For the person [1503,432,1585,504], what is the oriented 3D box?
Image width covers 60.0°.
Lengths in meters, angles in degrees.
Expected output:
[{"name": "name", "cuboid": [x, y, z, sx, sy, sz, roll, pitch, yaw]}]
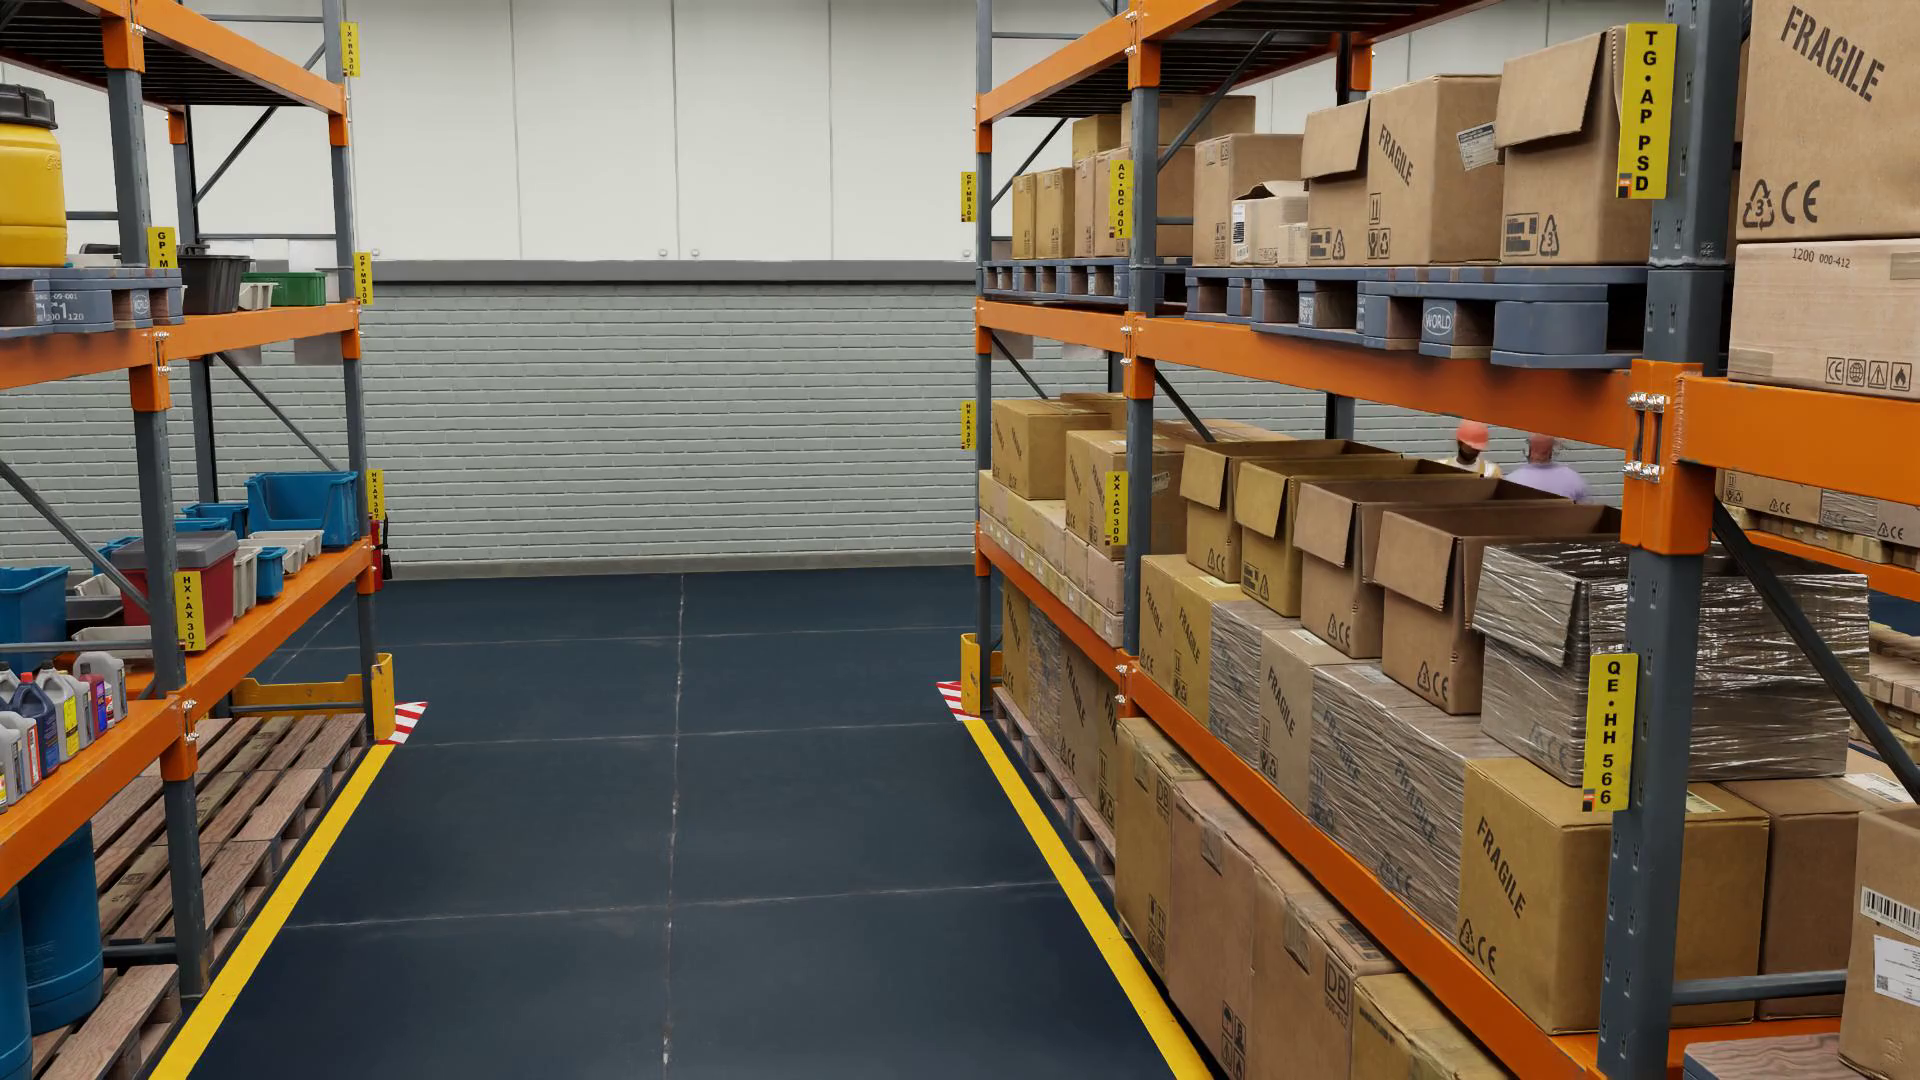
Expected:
[{"name": "person", "cuboid": [4.244, 0.123, 12.211, 0.652, 1.884, 0.798, 0, 9, 2]}]

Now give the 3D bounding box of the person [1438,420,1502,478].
[{"name": "person", "cuboid": [3.894, 0.008, 12.897, 0.561, 1.891, 0.688, 3, 10, 17]}]
